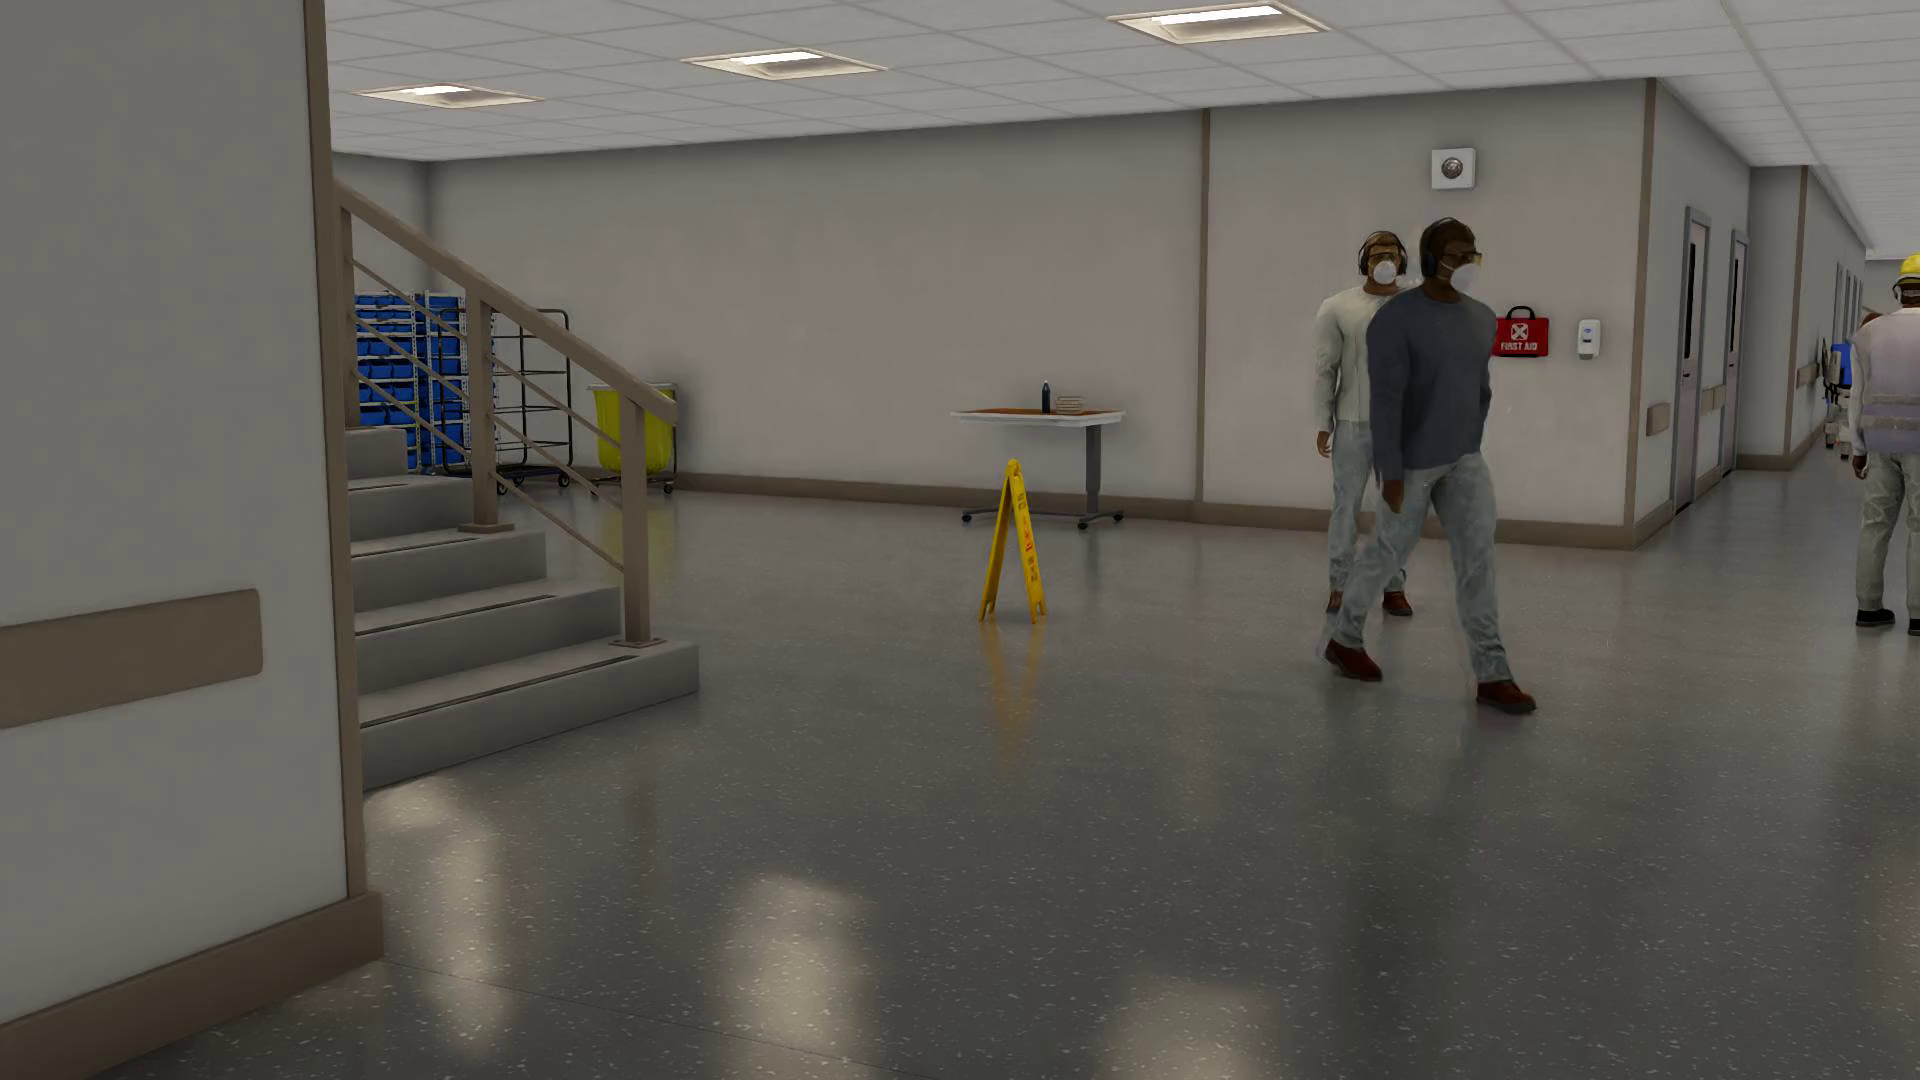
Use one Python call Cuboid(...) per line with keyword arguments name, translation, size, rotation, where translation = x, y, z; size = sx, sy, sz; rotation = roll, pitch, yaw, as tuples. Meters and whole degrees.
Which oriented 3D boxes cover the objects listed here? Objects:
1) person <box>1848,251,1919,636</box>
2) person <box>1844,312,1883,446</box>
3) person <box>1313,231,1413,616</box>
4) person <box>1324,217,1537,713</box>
Cuboid(name="person", translation=(4.532, -0.457, 7.919), size=(0.403, 1.824, 0.590), rotation=(-4, 9, -30))
Cuboid(name="person", translation=(10.841, -1.912, 19.905), size=(0.524, 1.619, 0.481), rotation=(7, 10, 42))
Cuboid(name="person", translation=(2.105, -0.581, 8.415), size=(0.630, 1.940, 0.372), rotation=(1, 7, 5))
Cuboid(name="person", translation=(1.830, -0.313, 6.575), size=(0.645, 1.893, 1.029), rotation=(-4, 8, -26))
